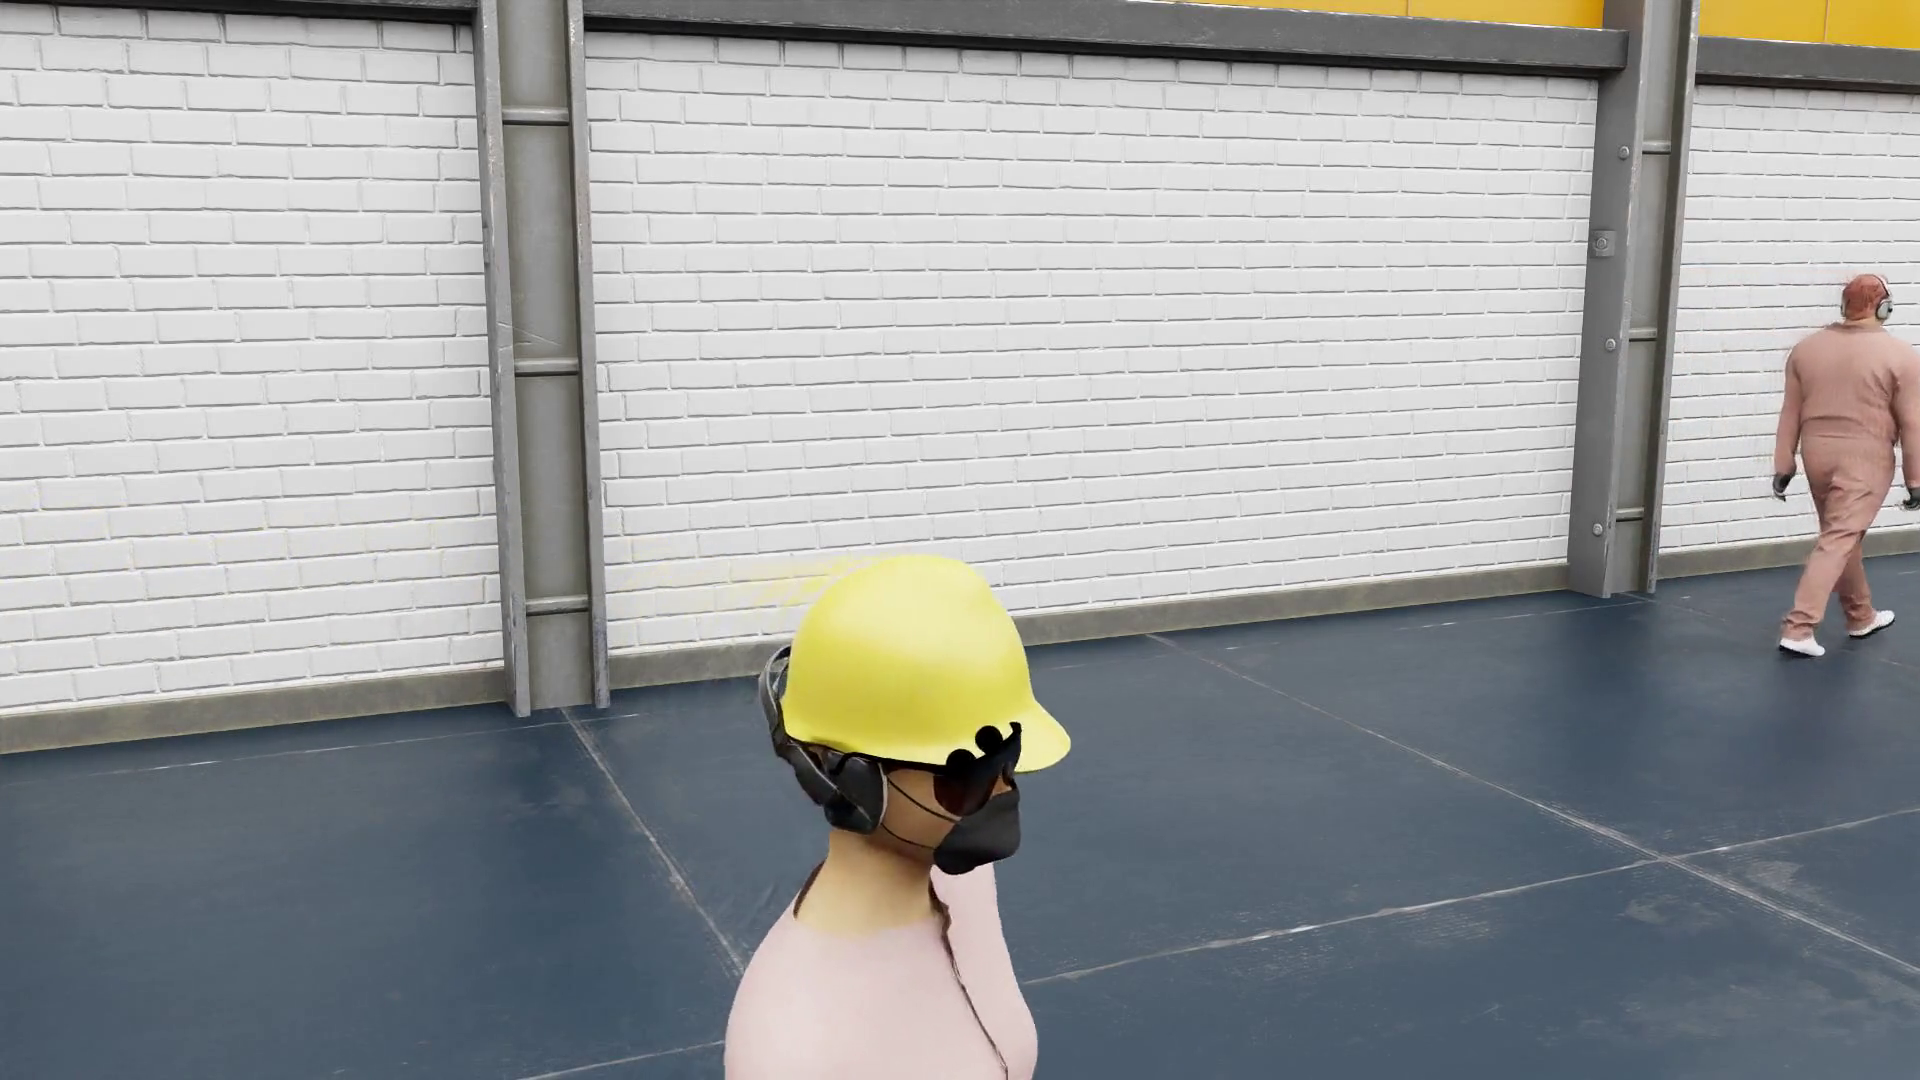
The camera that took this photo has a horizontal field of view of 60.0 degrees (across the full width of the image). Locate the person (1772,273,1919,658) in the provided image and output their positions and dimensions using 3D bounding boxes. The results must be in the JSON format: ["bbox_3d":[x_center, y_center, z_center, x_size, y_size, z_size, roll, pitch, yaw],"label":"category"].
[{"bbox_3d":[4.366,-0.364,8.115,1.023,1.851,0.662,-6,12,-28],"label":"person"}]

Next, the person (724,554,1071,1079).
[{"bbox_3d":[-0.115,0.858,1.666,0.723,1.744,0.524,3,11,15],"label":"person"}]
